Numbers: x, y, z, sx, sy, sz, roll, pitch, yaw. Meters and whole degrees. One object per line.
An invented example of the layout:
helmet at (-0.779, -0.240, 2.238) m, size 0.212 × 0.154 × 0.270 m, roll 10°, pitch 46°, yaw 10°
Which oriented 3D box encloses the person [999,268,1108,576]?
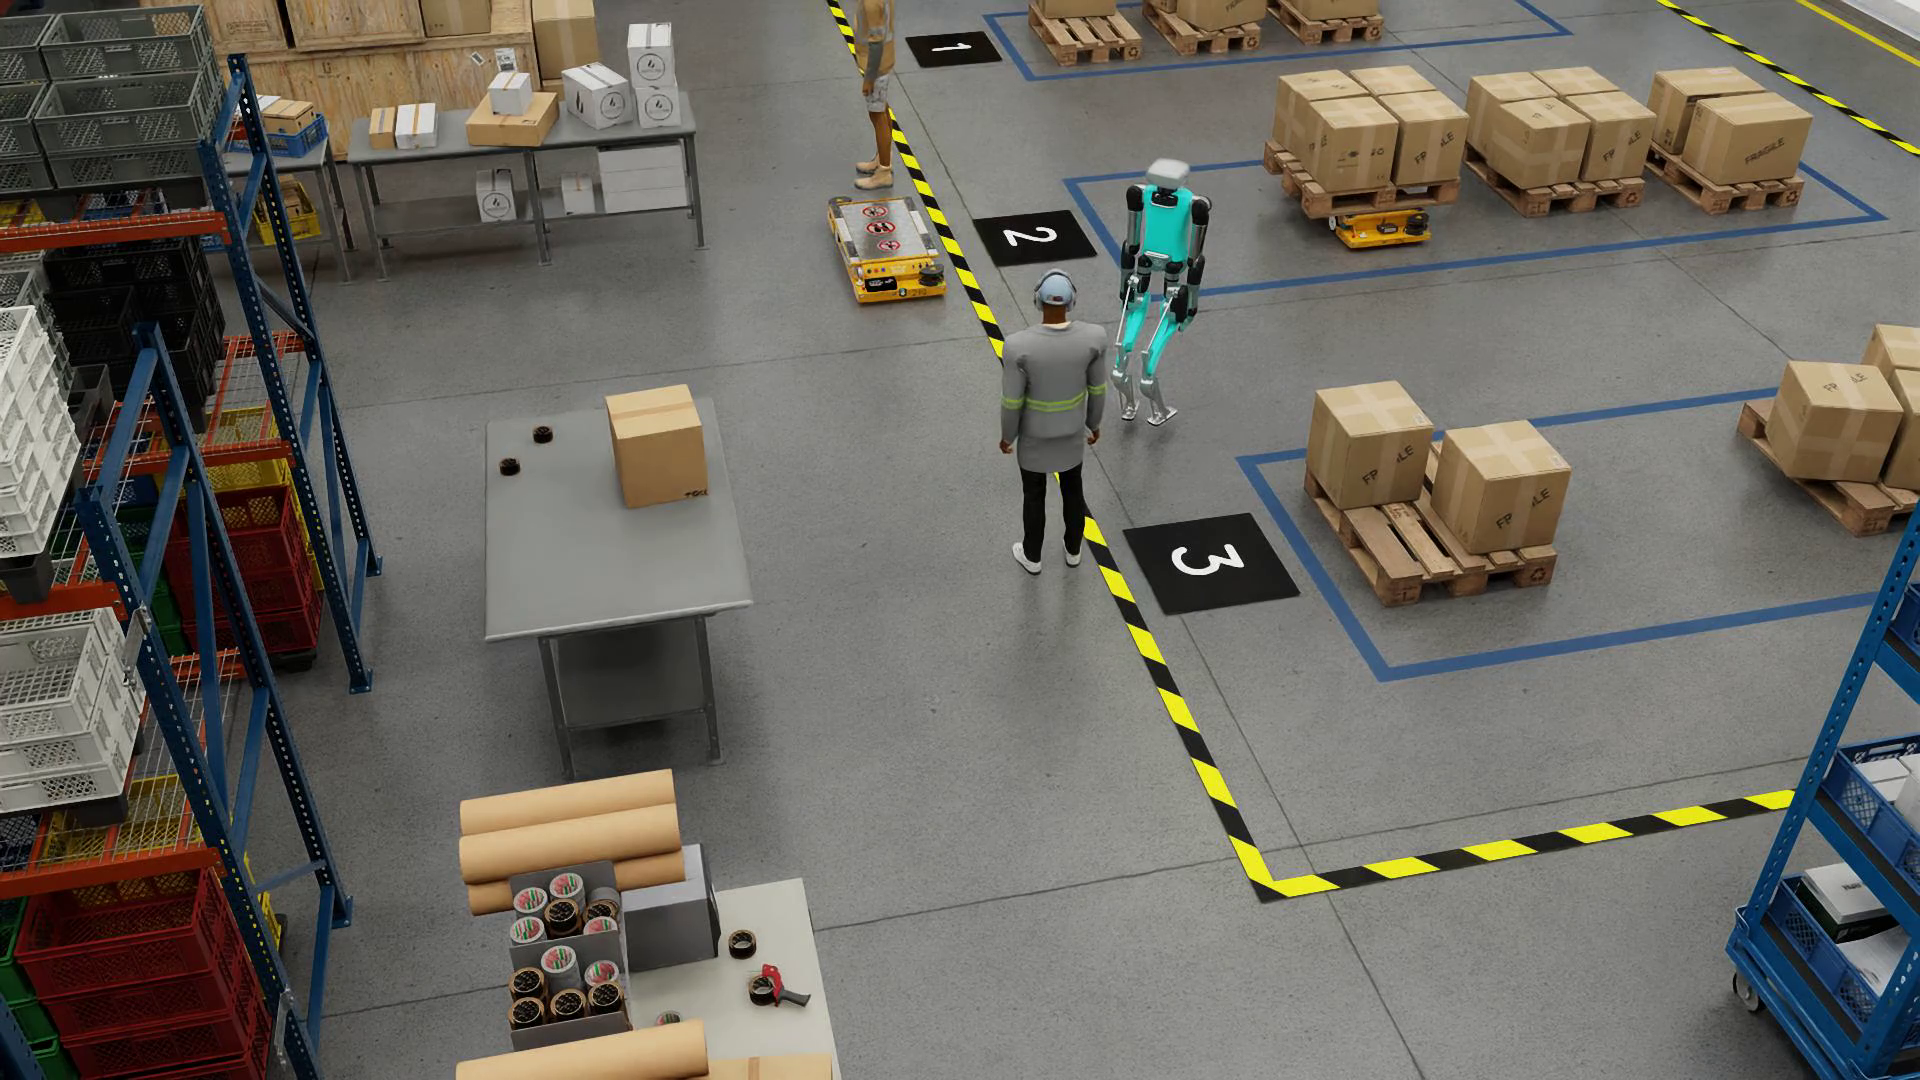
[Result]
person at (0.492, -0.643, 9.091) m, size 0.596 × 1.850 × 0.398 m, roll -9°, pitch 38°, yaw -11°

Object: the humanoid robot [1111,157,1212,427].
humanoid robot at (1.137, -1.429, 10.129) m, size 0.533 × 1.681 × 0.735 m, roll 18°, pitch 40°, yaw 23°

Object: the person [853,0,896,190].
person at (-0.692, -3.780, 13.146) m, size 0.365 × 2.048 × 0.606 m, roll 1°, pitch 37°, yaw 1°

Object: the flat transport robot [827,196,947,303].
flat transport robot at (-0.570, -2.220, 12.538) m, size 0.659 × 0.231 × 1.431 m, roll -8°, pitch 37°, yaw -10°

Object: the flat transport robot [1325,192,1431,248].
flat transport robot at (3.134, -2.740, 13.213) m, size 0.652 × 0.197 × 1.431 m, roll -8°, pitch 37°, yaw -10°
